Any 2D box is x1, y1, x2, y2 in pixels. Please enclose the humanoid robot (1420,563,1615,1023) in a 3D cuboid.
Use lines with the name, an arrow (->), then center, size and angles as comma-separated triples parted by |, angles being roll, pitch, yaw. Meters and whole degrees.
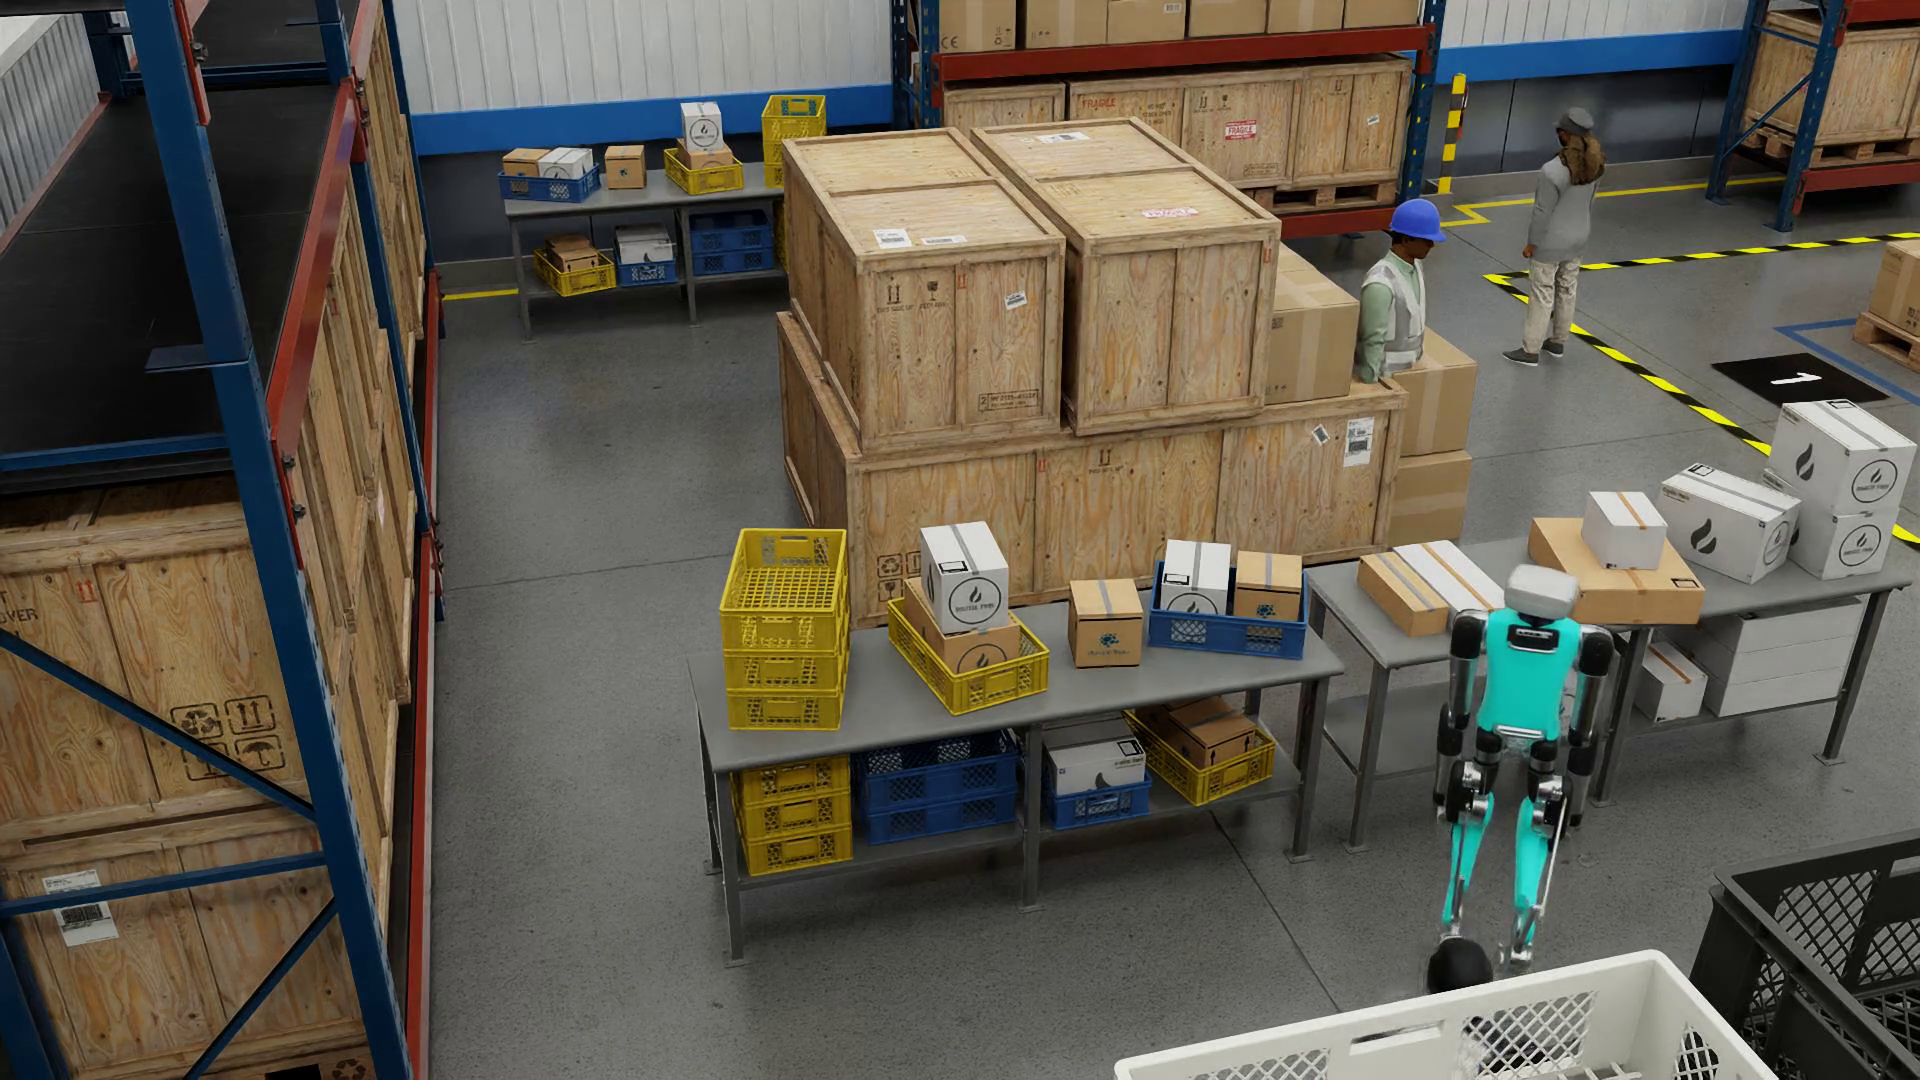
humanoid robot -> 1.880, 1.059, 5.776 | 0.541, 1.881, 0.759 | 8, 30, 15

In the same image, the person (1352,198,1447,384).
person -> 2.323, -0.911, 9.044 | 0.411, 1.939, 0.602 | 18, 33, 29

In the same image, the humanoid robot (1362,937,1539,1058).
humanoid robot -> 1.270, 1.801, 4.397 | 0.609, 1.644, 0.486 | 1, 29, 1

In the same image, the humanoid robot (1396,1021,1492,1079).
humanoid robot -> 0.883, 1.827, 4.308 | 0.538, 1.794, 0.821 | -25, 37, -37

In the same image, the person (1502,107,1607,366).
person -> 4.064, -2.043, 11.268 | 0.563, 1.769, 0.400 | -18, 33, -29
